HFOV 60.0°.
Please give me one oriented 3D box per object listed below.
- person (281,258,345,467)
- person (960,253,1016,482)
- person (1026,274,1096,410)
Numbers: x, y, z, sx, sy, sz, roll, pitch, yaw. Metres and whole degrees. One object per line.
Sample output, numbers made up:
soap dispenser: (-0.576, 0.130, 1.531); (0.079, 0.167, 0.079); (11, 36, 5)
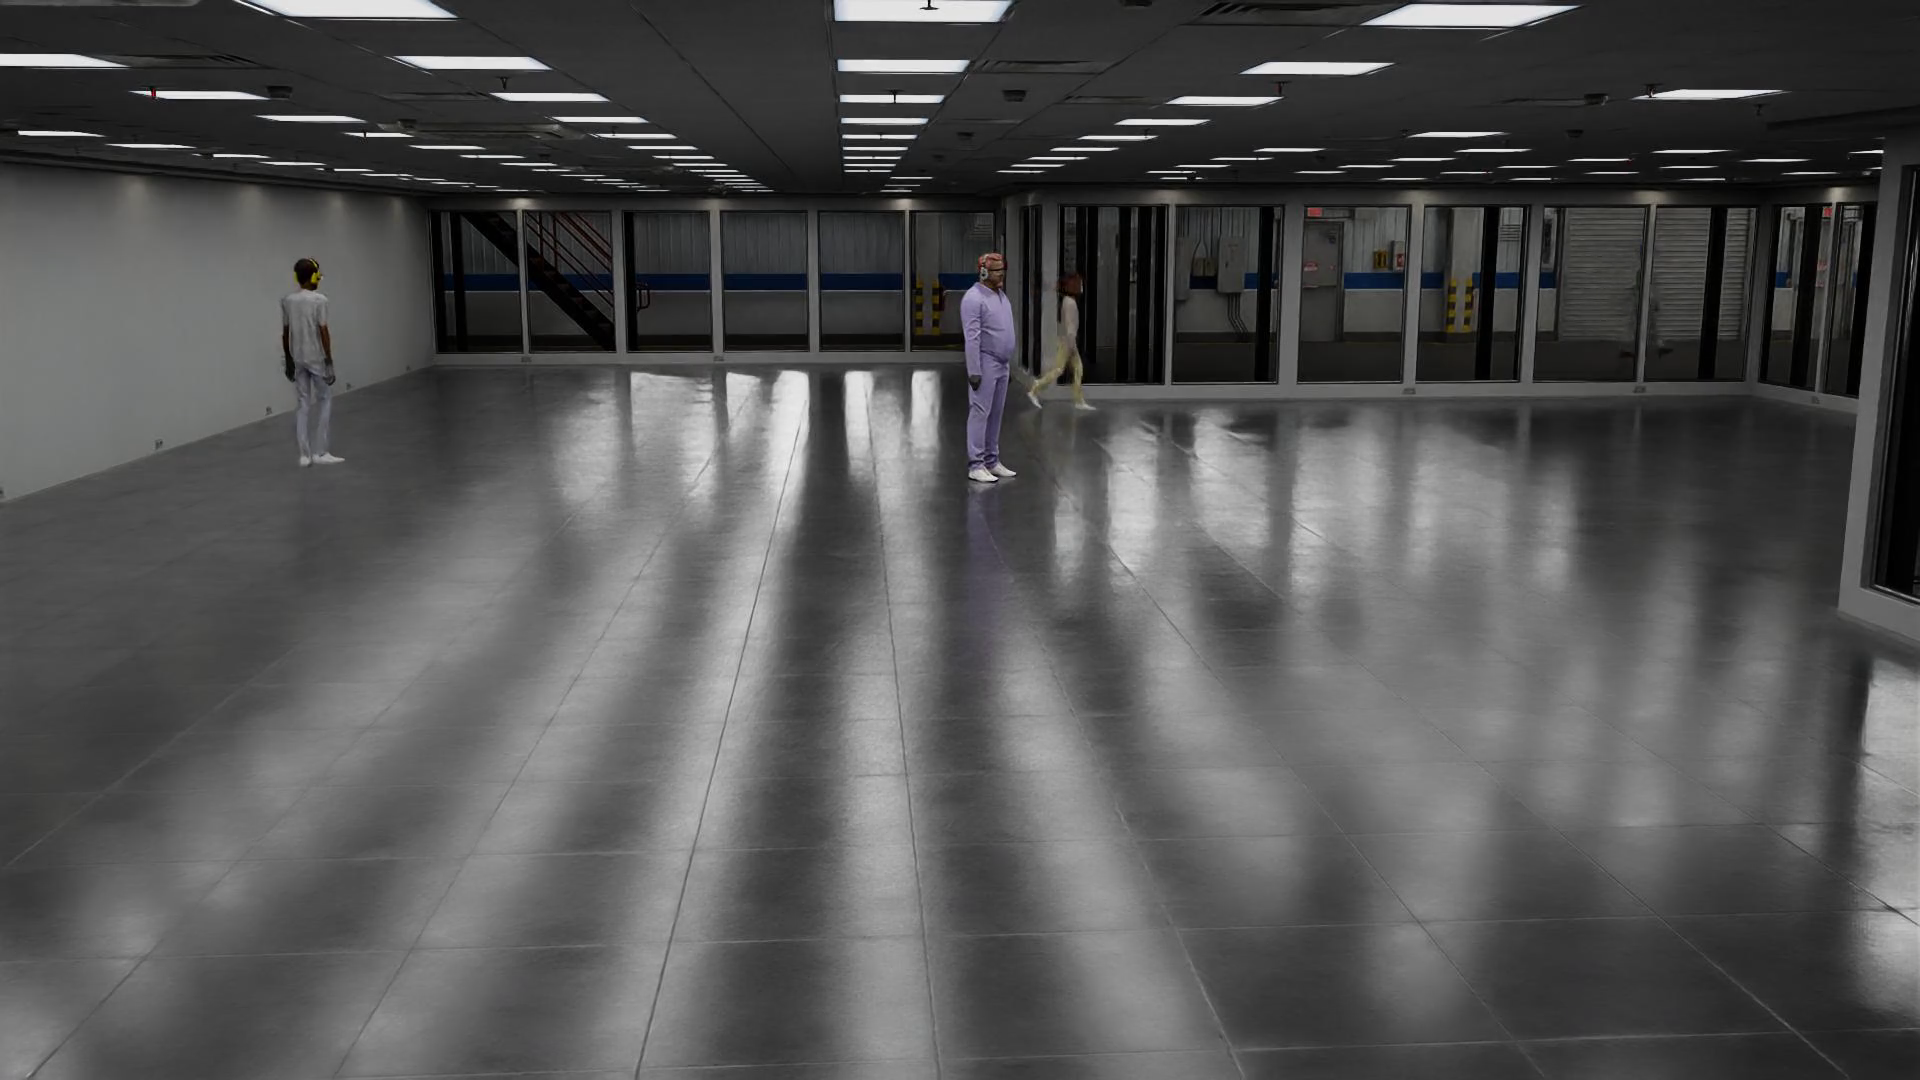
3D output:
person: (-5.792, -1.577, 14.845); (0.556, 1.852, 0.435); (3, 11, 18)
person: (0.263, -1.450, 14.007); (0.409, 1.907, 0.651); (5, 12, 27)
person: (1.185, -2.310, 19.465); (0.774, 1.601, 0.510); (1, 11, 7)
